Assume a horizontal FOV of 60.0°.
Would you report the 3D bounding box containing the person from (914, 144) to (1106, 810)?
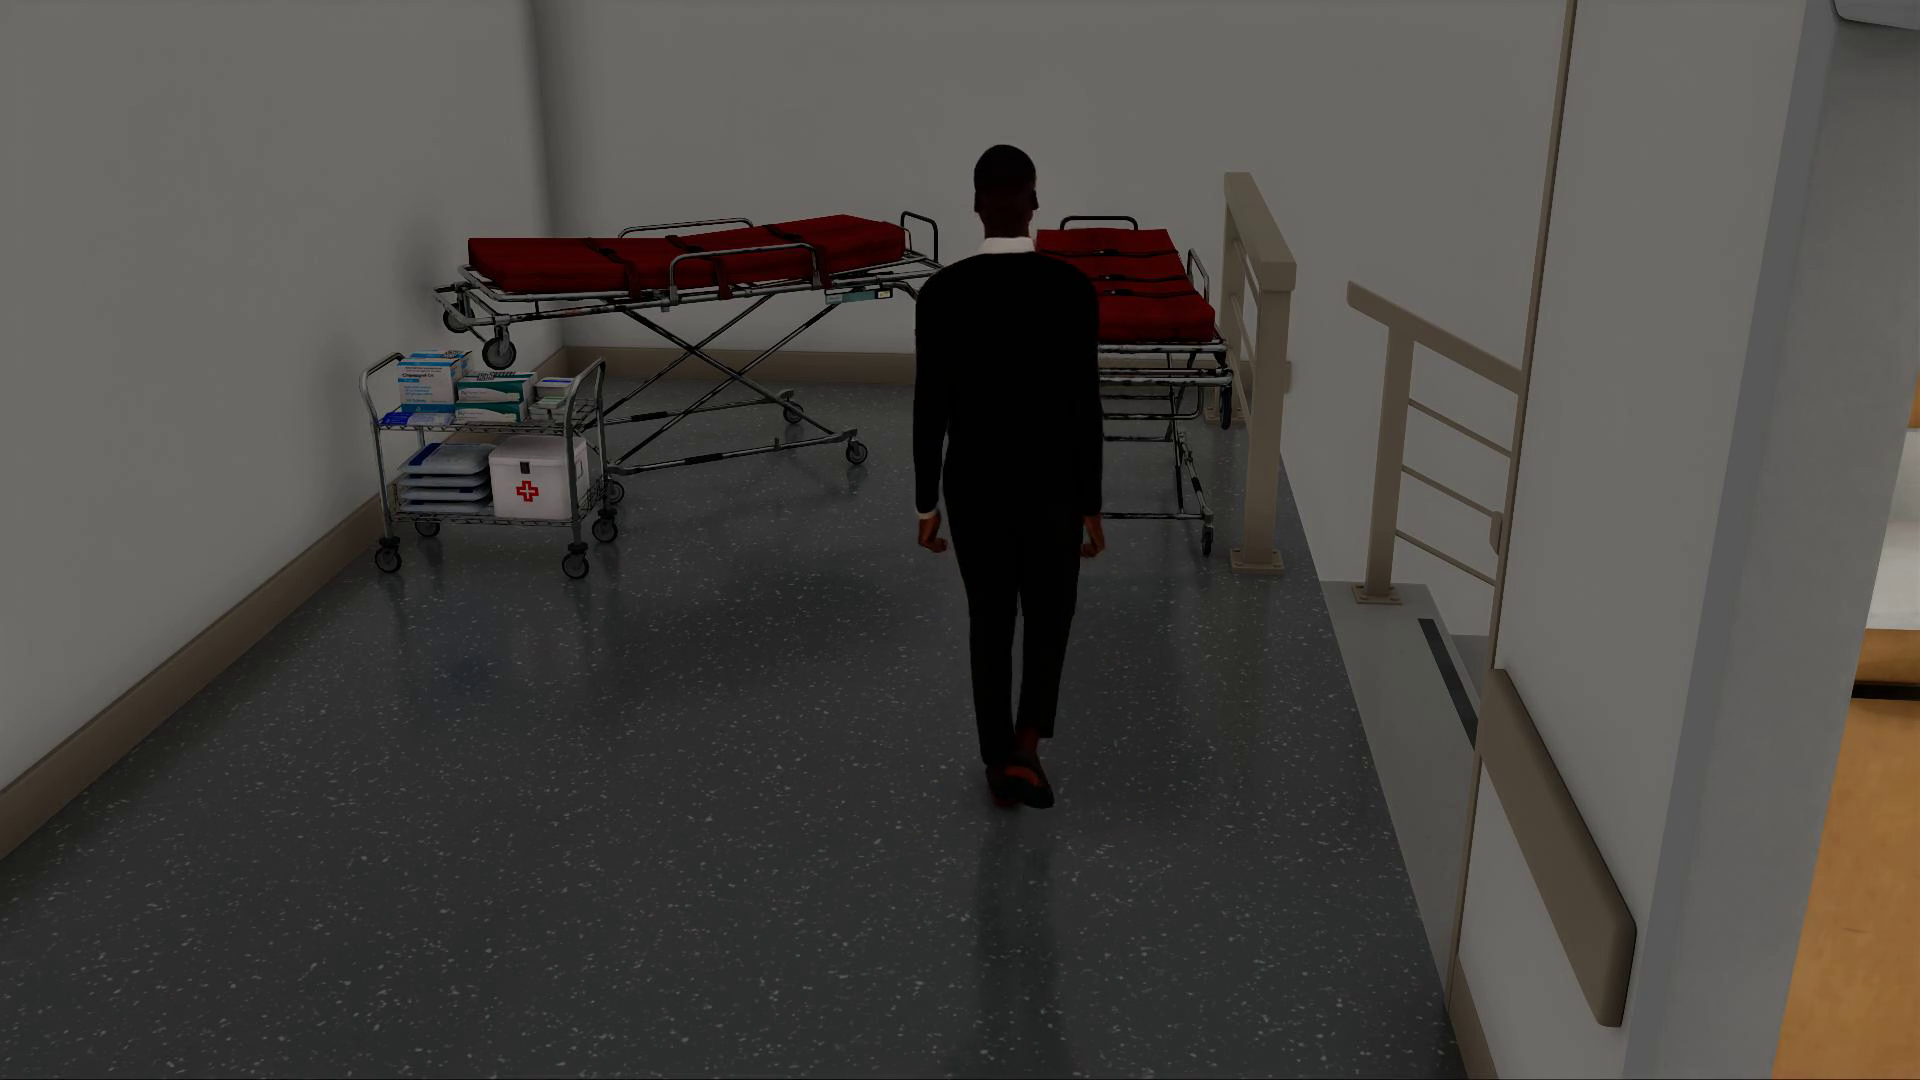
[{"bbox_3d":[0.133,-0.076,4.255,0.664,1.795,0.809,1,21,3],"label":"person"}]
